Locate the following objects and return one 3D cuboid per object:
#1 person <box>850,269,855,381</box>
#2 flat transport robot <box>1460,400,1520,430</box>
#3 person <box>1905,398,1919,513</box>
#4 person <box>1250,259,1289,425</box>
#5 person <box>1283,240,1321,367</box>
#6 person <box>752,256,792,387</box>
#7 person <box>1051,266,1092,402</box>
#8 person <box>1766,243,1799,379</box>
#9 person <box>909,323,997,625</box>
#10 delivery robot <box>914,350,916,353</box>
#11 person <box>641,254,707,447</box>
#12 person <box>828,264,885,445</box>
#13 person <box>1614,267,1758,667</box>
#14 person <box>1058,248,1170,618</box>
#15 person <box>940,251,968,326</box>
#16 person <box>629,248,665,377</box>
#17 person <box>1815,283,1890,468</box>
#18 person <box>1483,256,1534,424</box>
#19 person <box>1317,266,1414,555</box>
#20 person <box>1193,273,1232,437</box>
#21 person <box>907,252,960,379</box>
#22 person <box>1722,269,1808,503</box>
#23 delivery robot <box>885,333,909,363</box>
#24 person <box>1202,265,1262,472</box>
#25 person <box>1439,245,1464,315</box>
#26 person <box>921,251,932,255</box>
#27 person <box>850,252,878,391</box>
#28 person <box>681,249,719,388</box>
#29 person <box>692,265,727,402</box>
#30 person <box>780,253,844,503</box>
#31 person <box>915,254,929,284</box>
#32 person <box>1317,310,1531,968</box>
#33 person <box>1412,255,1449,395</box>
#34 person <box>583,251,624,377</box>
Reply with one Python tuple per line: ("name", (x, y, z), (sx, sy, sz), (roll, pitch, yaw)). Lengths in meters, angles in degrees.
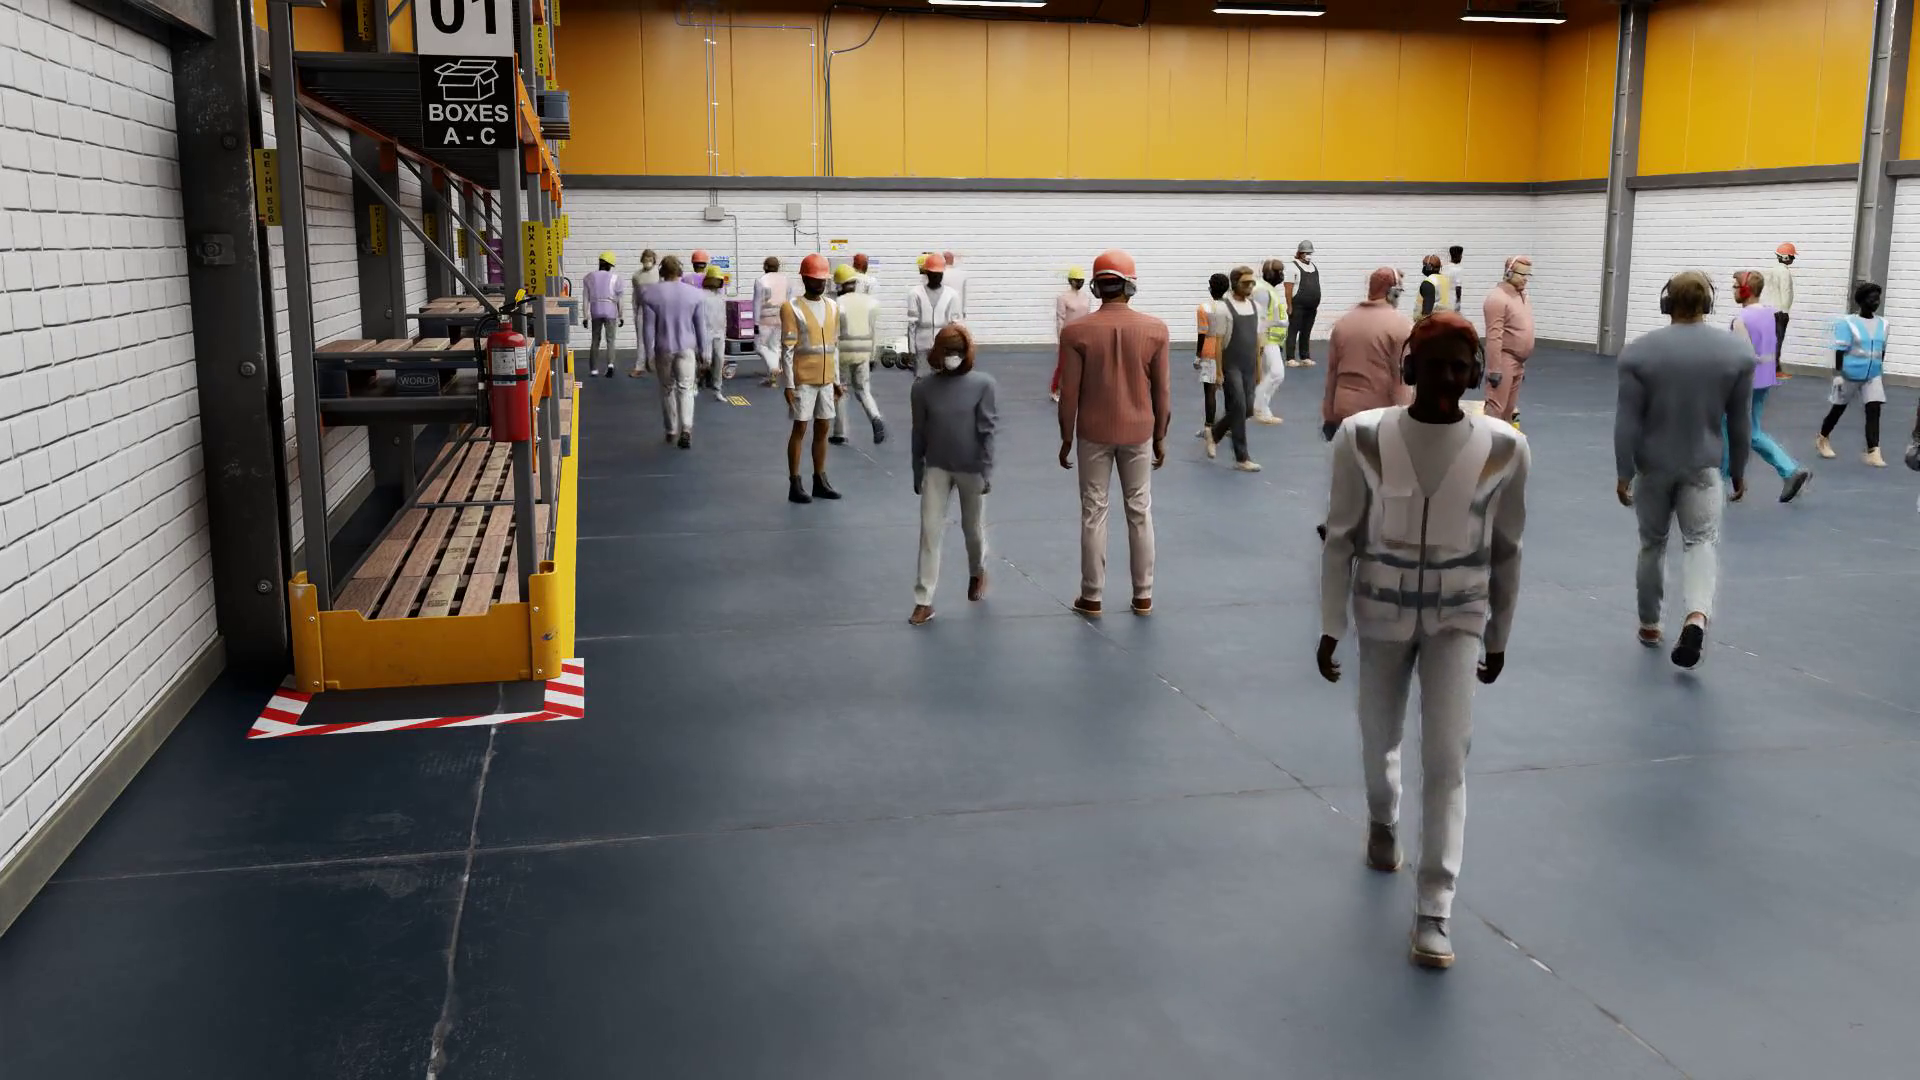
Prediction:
("person", (-1.461, -3.091, 23.992), (0.386, 1.620, 0.537), (-4, 11, -20))
("flat transport robot", (5.775, -1.388, 18.300), (0.652, 0.197, 1.431), (3, 11, 15))
("person", (5.595, -0.549, 9.266), (0.548, 1.855, 0.567), (3, 11, 15))
("person", (3.407, -2.171, 18.317), (0.449, 1.829, 0.657), (4, 11, 21))
("person", (5.568, -3.819, 26.868), (0.688, 2.000, 0.535), (-7, 12, -34))
("person", (-2.612, -3.016, 23.037), (0.639, 1.818, 0.470), (-10, 14, -43))
("person", (1.392, -2.537, 20.641), (0.536, 1.725, 0.889), (-5, 11, -26))
("person", (12.098, -3.376, 24.541), (0.381, 1.994, 0.615), (1, 10, 6))
("person", (-0.027, -0.390, 9.078), (0.499, 1.601, 0.813), (2, 10, 12))
("delivery robot", (-0.438, -2.972, 26.032), (0.707, 0.478, 0.477), (5, 11, 27))
("person", (-2.822, -1.877, 16.505), (0.635, 1.908, 0.922), (-2, 10, -12))
("person", (-1.042, -1.807, 16.358), (0.599, 1.809, 0.697), (-6, 12, -32))
("person", (3.481, -0.353, 8.032), (0.635, 1.914, 0.899), (3, 11, 18))
("person", (0.825, -0.570, 9.002), (0.612, 1.991, 0.392), (-1, 10, -5))
("person", (-0.139, -3.739, 26.950), (0.675, 1.863, 0.934), (-5, 11, -26))
("person", (-4.614, -3.403, 24.908), (0.650, 1.913, 0.783), (3, 11, 18))
("person", (8.194, -1.518, 15.209), (0.535, 1.664, 0.883), (-1, 10, -3))
("person", (4.774, -1.508, 14.459), (0.399, 1.899, 0.643), (8, 13, 37))
("person", (2.517, -0.786, 10.519), (0.622, 1.876, 0.669), (-5, 11, -27))
("person", (2.650, -1.892, 17.138), (0.532, 1.697, 0.320), (-4, 11, -23))
("person", (-0.275, -2.031, 17.305), (0.545, 1.915, 0.648), (0, 10, -2))
("person", (6.137, -1.179, 12.863), (0.575, 1.821, 0.793), (-9, 14, -42))
("delivery robot", (-0.830, -3.053, 26.480), (0.707, 0.478, 0.477), (-7, 12, -34))
("person", (2.430, -1.538, 14.834), (0.517, 1.823, 0.743), (-7, 12, -34))
("person", (8.676, -4.247, 29.494), (0.468, 1.953, 0.626), (-5, 11, -24))
("person", (-0.457, -3.957, 28.160), (0.742, 1.850, 0.529), (1, 10, 8))
("person", (-1.386, -2.938, 22.474), (0.600, 1.873, 0.458), (3, 11, 15))
("person", (-3.542, -3.024, 22.828), (0.550, 1.918, 0.819), (-6, 12, -31))
("person", (-3.172, -2.607, 21.021), (0.526, 1.718, 0.499), (10, 14, 44))
("person", (-1.130, -1.259, 12.976), (0.552, 1.932, 0.377), (-9, 14, -41))
("person", (-0.532, -3.832, 27.602), (0.542, 1.800, 0.624), (-1, 10, -4))
("person", (1.381, 0.229, 5.002), (0.575, 1.845, 0.954), (3, 11, 16))
("person", (6.194, -2.830, 21.941), (0.429, 1.842, 0.632), (7, 13, 35))
("person", (-5.338, -3.363, 24.818), (0.602, 1.871, 0.732), (0, 10, 1))
